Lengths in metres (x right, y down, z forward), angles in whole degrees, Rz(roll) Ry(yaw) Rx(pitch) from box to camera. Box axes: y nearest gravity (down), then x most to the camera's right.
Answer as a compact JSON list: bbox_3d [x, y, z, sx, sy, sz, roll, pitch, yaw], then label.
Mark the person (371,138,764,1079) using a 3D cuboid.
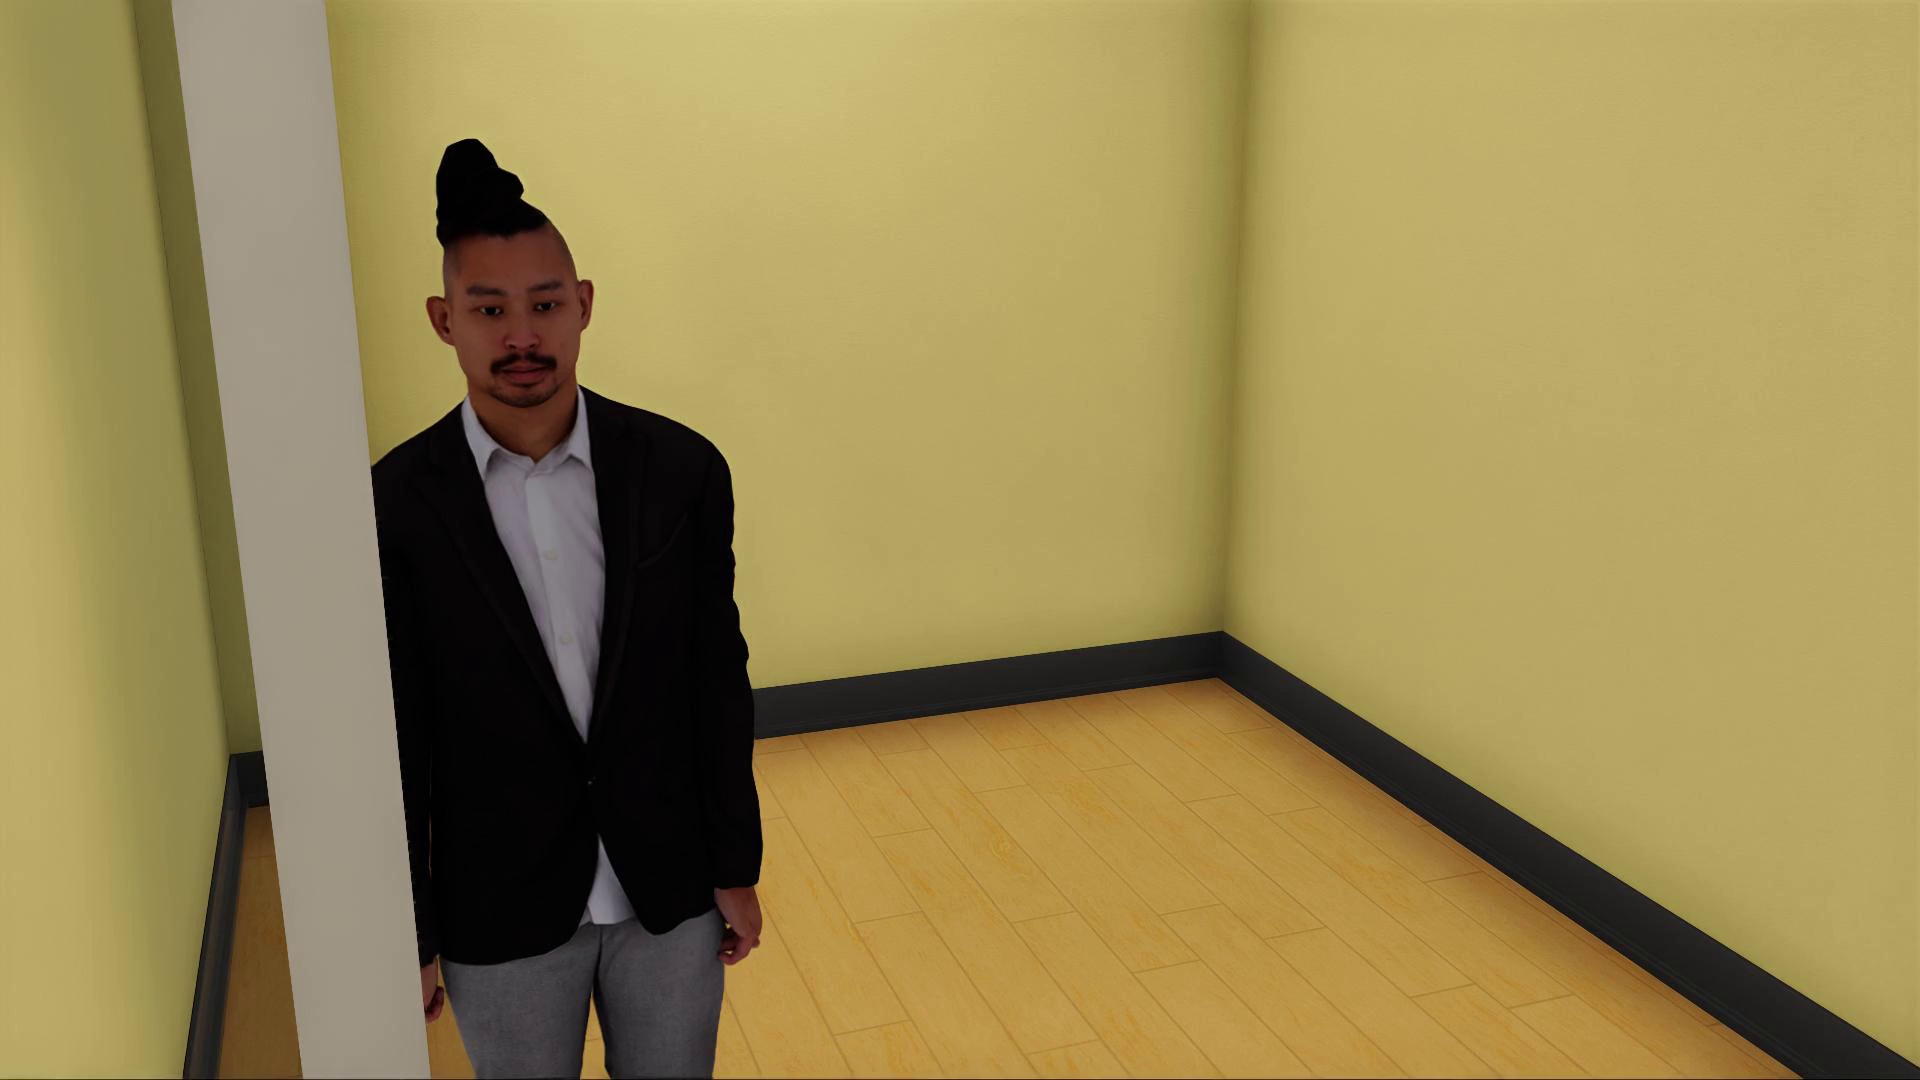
[{"bbox_3d":[-0.550,0.432,2.346,0.544,1.952,0.774,-7,17,-22],"label":"person"}]
